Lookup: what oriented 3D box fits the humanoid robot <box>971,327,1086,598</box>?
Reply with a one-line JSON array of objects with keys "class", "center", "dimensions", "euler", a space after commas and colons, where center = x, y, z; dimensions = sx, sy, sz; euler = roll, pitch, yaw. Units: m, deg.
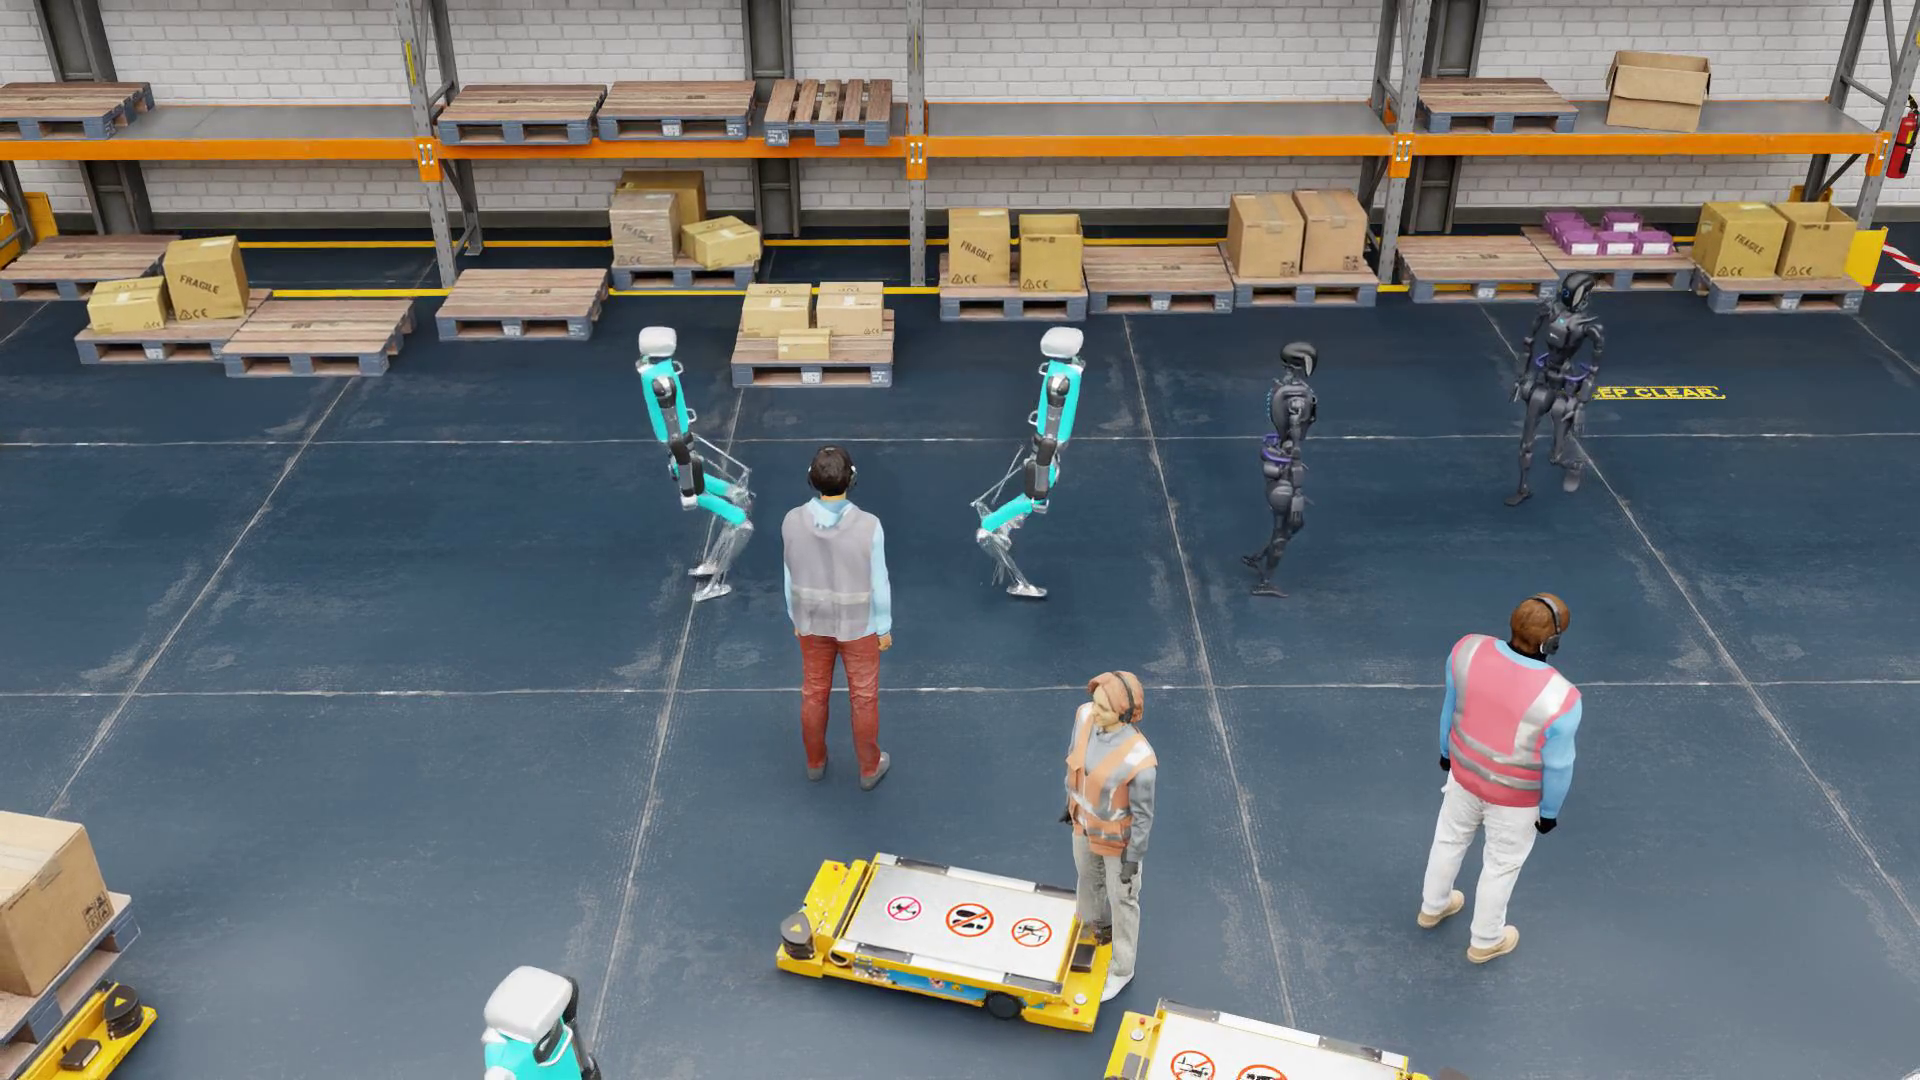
[{"class": "humanoid robot", "center": [0.317, -0.355, 9.688], "dimensions": [0.767, 1.895, 0.544], "euler": [6, 32, 10]}]

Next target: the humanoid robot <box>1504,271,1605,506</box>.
[{"class": "humanoid robot", "center": [3.863, -0.995, 10.696], "dimensions": [0.506, 1.641, 0.585], "euler": [-22, 38, -32]}]

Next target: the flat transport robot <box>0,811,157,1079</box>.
[{"class": "flat transport robot", "center": [-4.210, 2.069, 6.966], "dimensions": [1.431, 0.231, 0.659], "euler": [7, 32, 11]}]

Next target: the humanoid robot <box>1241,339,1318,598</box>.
[{"class": "humanoid robot", "center": [1.889, -0.406, 9.717], "dimensions": [0.367, 1.644, 0.603], "euler": [3, 31, 5]}]

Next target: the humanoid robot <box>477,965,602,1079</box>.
[{"class": "humanoid robot", "center": [-1.093, 2.084, 5.386], "dimensions": [0.735, 1.677, 0.533], "euler": [7, 32, 11]}]

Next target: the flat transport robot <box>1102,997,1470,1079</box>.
[{"class": "flat transport robot", "center": [1.284, 2.267, 6.637], "dimensions": [1.431, 0.231, 0.659], "euler": [10, 32, 16]}]

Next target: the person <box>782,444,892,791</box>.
[{"class": "person", "center": [-0.603, 0.411, 8.175], "dimensions": [0.536, 1.872, 0.415], "euler": [7, 32, 12]}]

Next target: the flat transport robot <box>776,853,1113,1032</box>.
[{"class": "flat transport robot", "center": [-0.039, 1.774, 7.458], "dimensions": [1.431, 0.231, 0.659], "euler": [8, 32, 13]}]

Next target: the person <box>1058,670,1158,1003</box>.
[{"class": "person", "center": [0.617, 1.229, 7.027], "dimensions": [0.305, 1.644, 0.511], "euler": [-19, 36, -28]}]

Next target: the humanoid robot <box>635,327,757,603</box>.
[{"class": "humanoid robot", "center": [-1.451, -0.440, 9.688], "dimensions": [0.743, 1.750, 0.533], "euler": [-10, 32, -16]}]

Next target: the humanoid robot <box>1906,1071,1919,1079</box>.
[{"class": "humanoid robot", "center": [4.097, 1.595, 6.353], "dimensions": [0.907, 1.760, 0.544], "euler": [0, 31, 1]}]

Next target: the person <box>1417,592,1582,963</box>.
[{"class": "person", "center": [2.340, 1.021, 7.201], "dimensions": [0.431, 1.836, 0.629], "euler": [-23, 38, -33]}]
